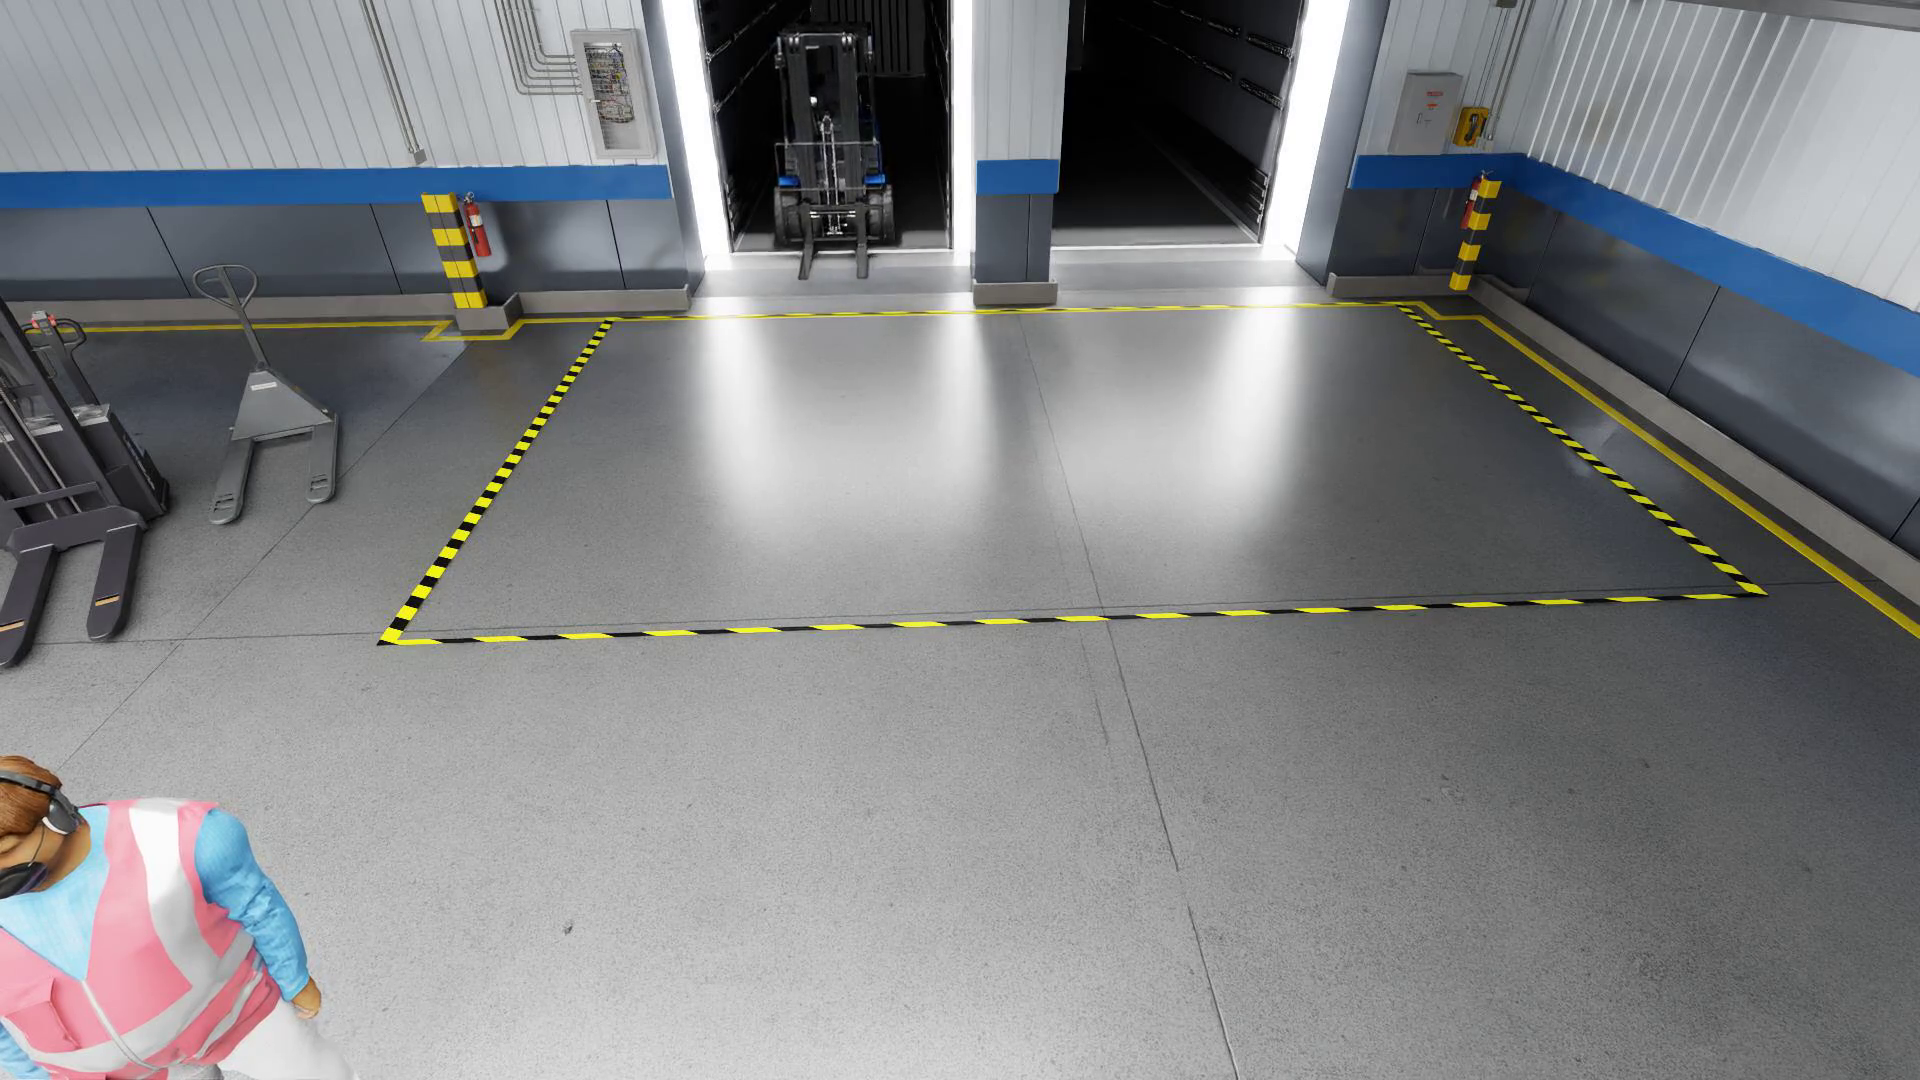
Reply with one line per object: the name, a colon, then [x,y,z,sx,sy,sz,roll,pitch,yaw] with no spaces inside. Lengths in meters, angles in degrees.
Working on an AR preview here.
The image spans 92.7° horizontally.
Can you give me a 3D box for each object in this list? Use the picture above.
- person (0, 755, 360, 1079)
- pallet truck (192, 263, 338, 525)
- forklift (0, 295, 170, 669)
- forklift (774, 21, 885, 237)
person: [-1.997,1.237,2.348,0.626,1.844,0.429,-20,39,-26]
pallet truck: [-4.778,-1.027,6.128,0.680,1.201,1.601,-17,38,-23]
forklift: [-5.212,-0.618,4.878,0.823,1.965,1.885,-20,39,-26]
forklift: [-1.477,-4.822,10.590,1.157,2.036,2.680,-3,35,-4]
